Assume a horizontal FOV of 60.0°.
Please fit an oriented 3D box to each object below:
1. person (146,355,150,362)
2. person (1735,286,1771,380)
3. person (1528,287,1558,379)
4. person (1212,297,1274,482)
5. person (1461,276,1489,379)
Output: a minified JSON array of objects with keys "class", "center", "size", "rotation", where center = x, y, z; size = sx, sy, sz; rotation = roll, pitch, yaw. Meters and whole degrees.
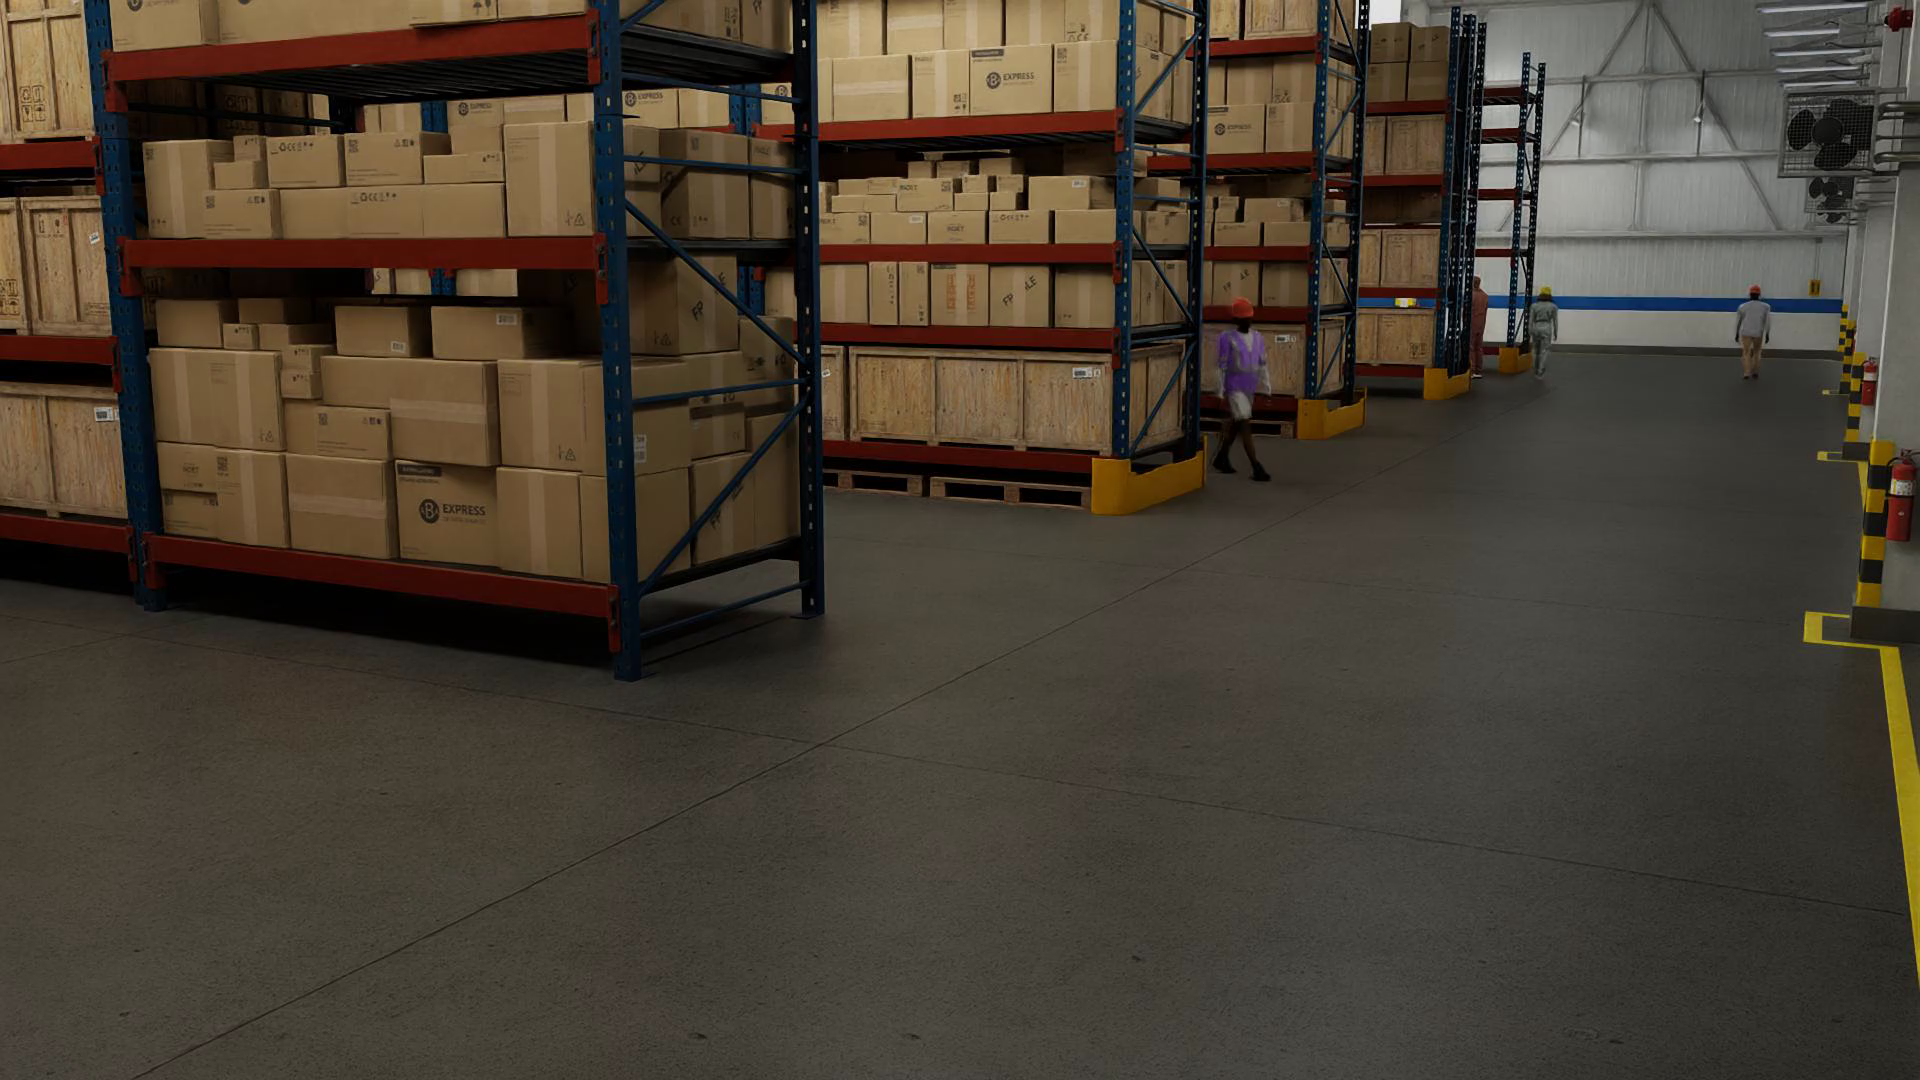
[{"class":"person","center":[-8.745,-1.640,17.813],"size":[0.432,1.813,0.614],"rotation":[4,11,24]},{"class":"person","center":[14.668,-3.835,30.784],"size":[0.595,1.715,0.816],"rotation":[5,11,26]},{"class":"person","center":[10.866,-3.851,30.968],"size":[0.508,1.691,0.907],"rotation":[5,11,26]},{"class":"person","center":[2.906,-1.566,17.226],"size":[0.603,1.884,0.986],"rotation":[-6,11,-31]},{"class":"person","center":[9.501,-3.938,30.863],"size":[0.651,1.906,0.403],"rotation":[-8,12,-38]}]
